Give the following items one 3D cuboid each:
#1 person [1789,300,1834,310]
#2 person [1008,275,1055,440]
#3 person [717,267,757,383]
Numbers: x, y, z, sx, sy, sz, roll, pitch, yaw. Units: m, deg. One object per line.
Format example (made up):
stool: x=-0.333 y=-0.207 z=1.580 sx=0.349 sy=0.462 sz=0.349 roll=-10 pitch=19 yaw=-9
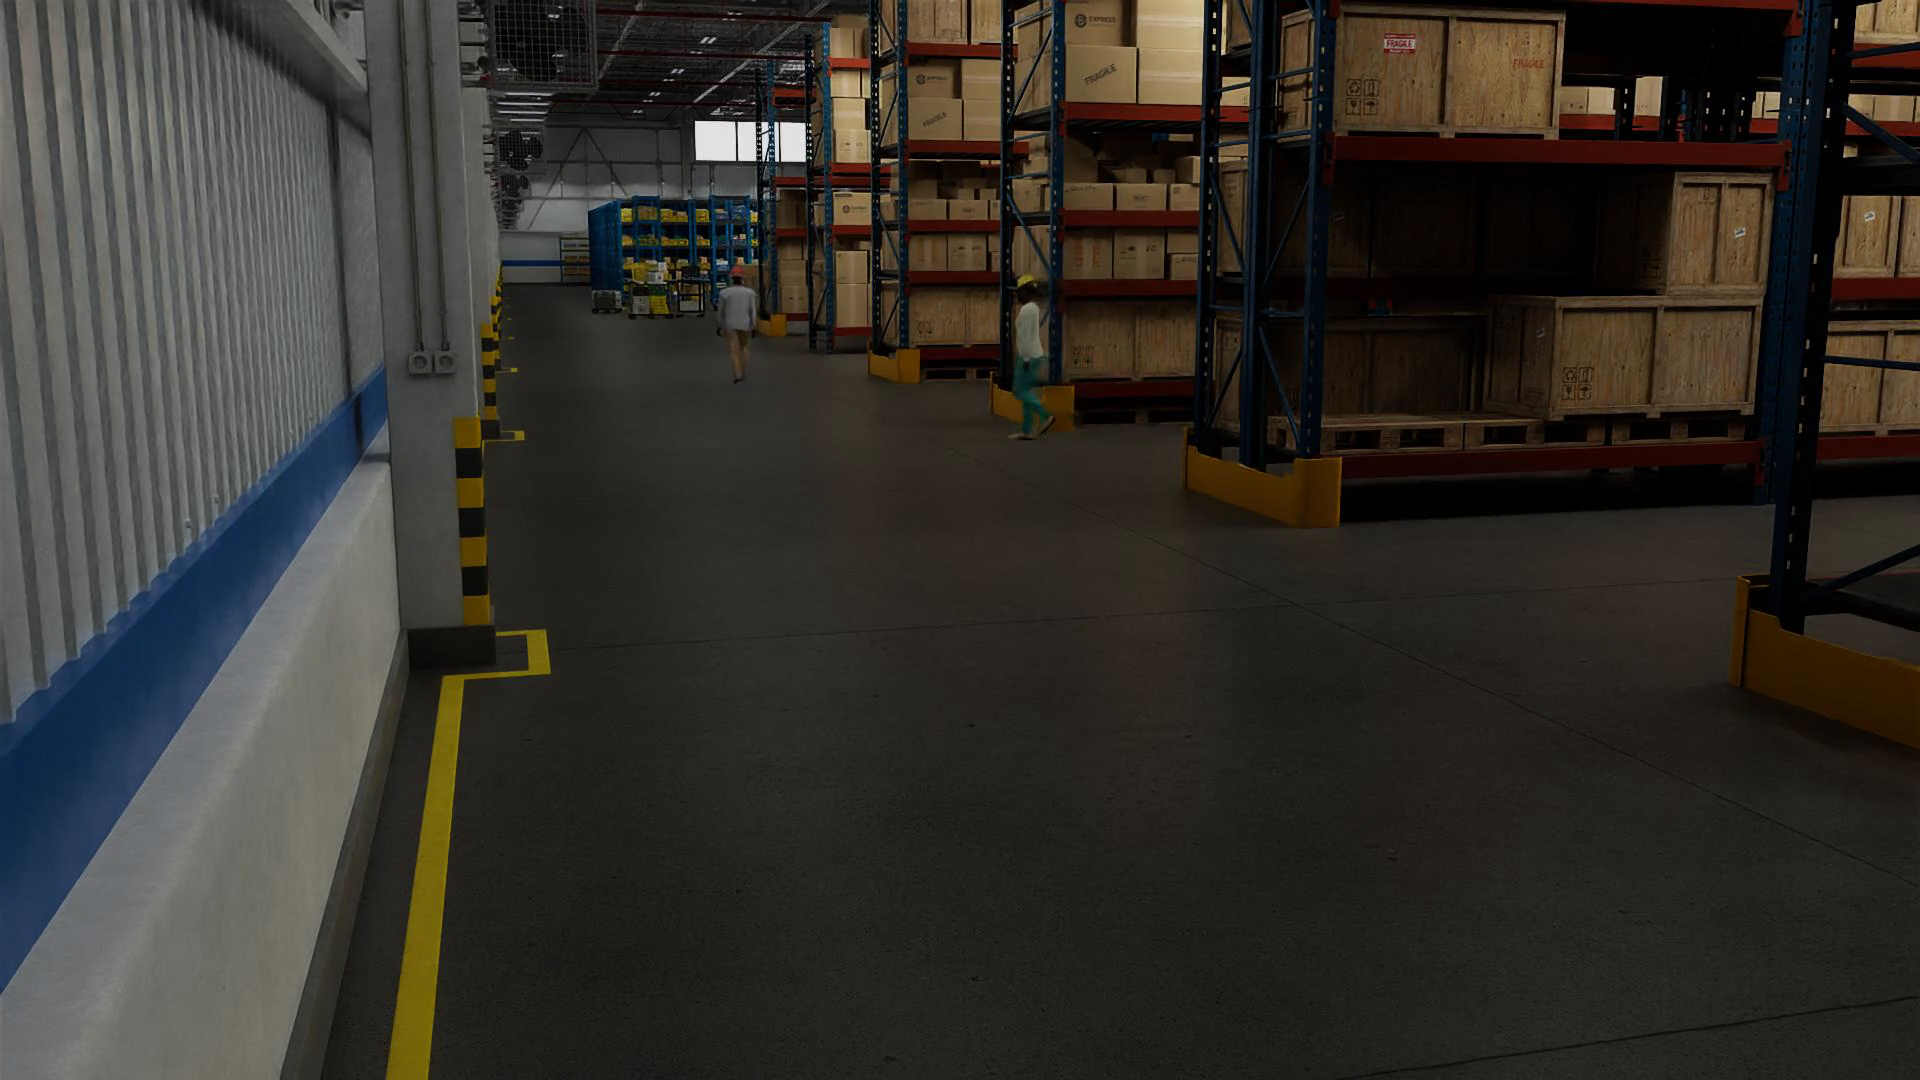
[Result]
person: x=9.150 y=-2.058 z=18.062 sx=0.427 sy=1.818 sz=0.595 roll=-1 pitch=10 yaw=-7
person: x=0.743 y=-1.903 z=17.394 sx=0.432 sy=1.726 sz=0.555 roll=2 pitch=10 yaw=13
person: x=-3.311 y=-3.199 z=24.783 sx=0.560 sy=1.721 sz=0.854 roll=-3 pitch=10 yaw=-17
